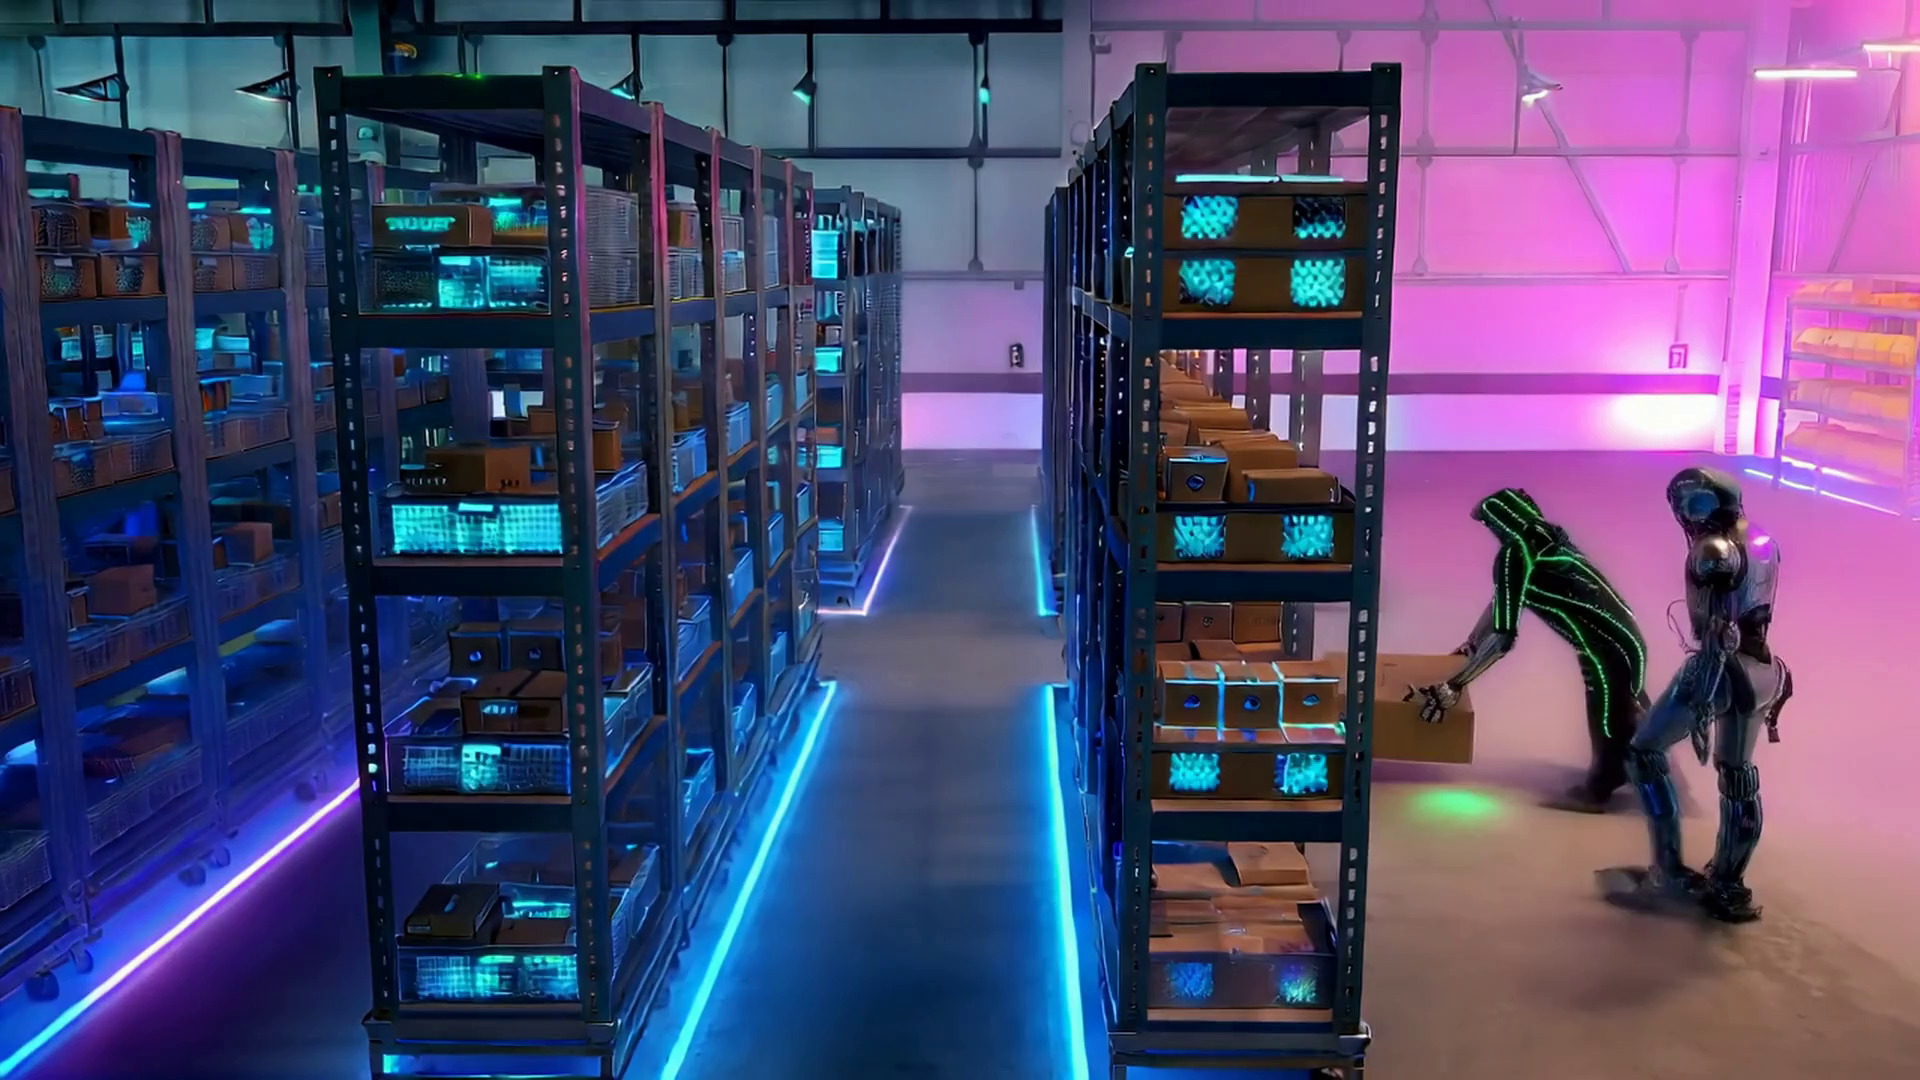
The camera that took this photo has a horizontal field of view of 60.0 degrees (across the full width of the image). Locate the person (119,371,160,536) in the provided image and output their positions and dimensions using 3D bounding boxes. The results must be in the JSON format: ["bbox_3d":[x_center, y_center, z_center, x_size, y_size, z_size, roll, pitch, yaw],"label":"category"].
[{"bbox_3d":[-7.633,-0.585,15.499,0.611,1.971,0.467,3,10,15],"label":"person"}]
